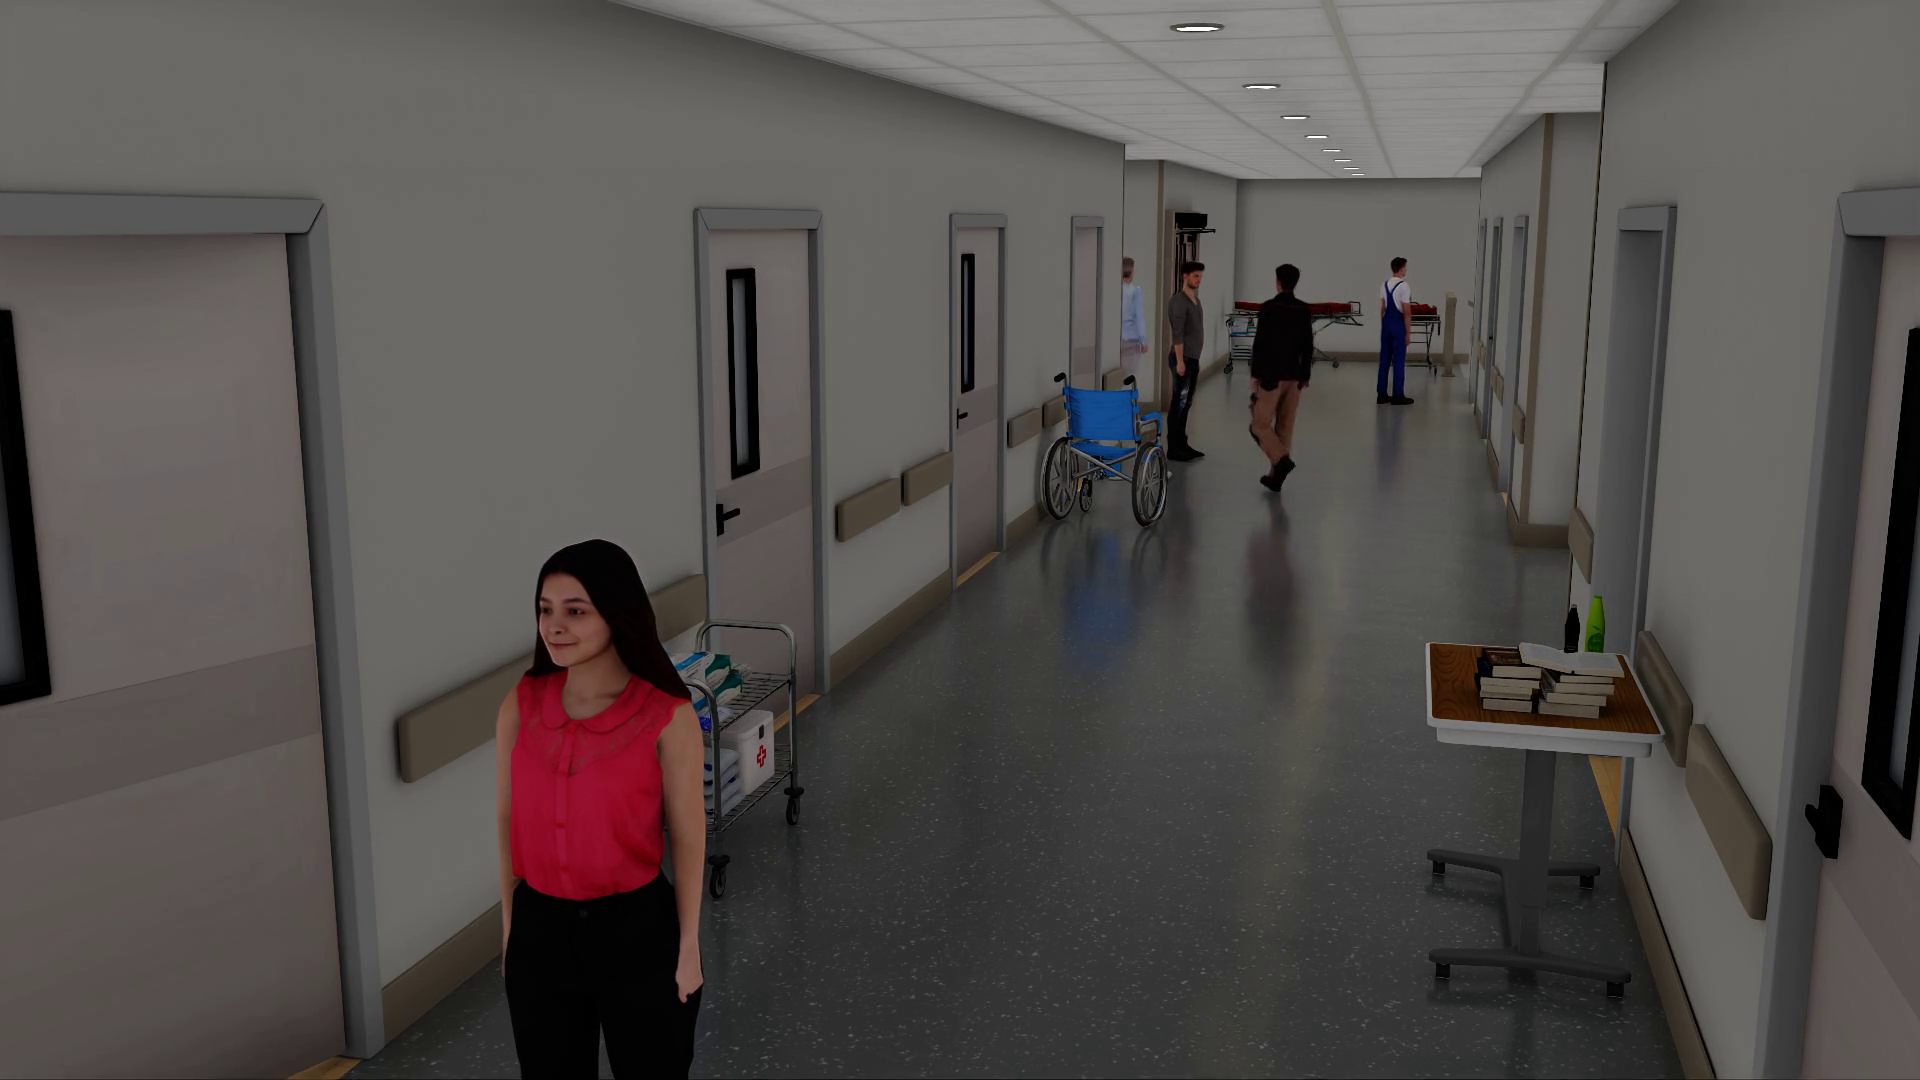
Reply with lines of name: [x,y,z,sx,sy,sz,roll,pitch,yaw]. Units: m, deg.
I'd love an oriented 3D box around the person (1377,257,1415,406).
person: [5.485,-2.650,21.027,0.775,1.849,0.723,-7,13,-33]

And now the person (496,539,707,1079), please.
person: [-0.708,0.817,3.262,0.582,1.660,0.512,2,11,12]

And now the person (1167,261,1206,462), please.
person: [2.167,-1.740,16.092,0.800,1.901,0.592,6,12,27]

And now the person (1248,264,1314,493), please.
person: [2.699,-1.336,13.922,0.955,1.915,1.053,-3,11,-15]
